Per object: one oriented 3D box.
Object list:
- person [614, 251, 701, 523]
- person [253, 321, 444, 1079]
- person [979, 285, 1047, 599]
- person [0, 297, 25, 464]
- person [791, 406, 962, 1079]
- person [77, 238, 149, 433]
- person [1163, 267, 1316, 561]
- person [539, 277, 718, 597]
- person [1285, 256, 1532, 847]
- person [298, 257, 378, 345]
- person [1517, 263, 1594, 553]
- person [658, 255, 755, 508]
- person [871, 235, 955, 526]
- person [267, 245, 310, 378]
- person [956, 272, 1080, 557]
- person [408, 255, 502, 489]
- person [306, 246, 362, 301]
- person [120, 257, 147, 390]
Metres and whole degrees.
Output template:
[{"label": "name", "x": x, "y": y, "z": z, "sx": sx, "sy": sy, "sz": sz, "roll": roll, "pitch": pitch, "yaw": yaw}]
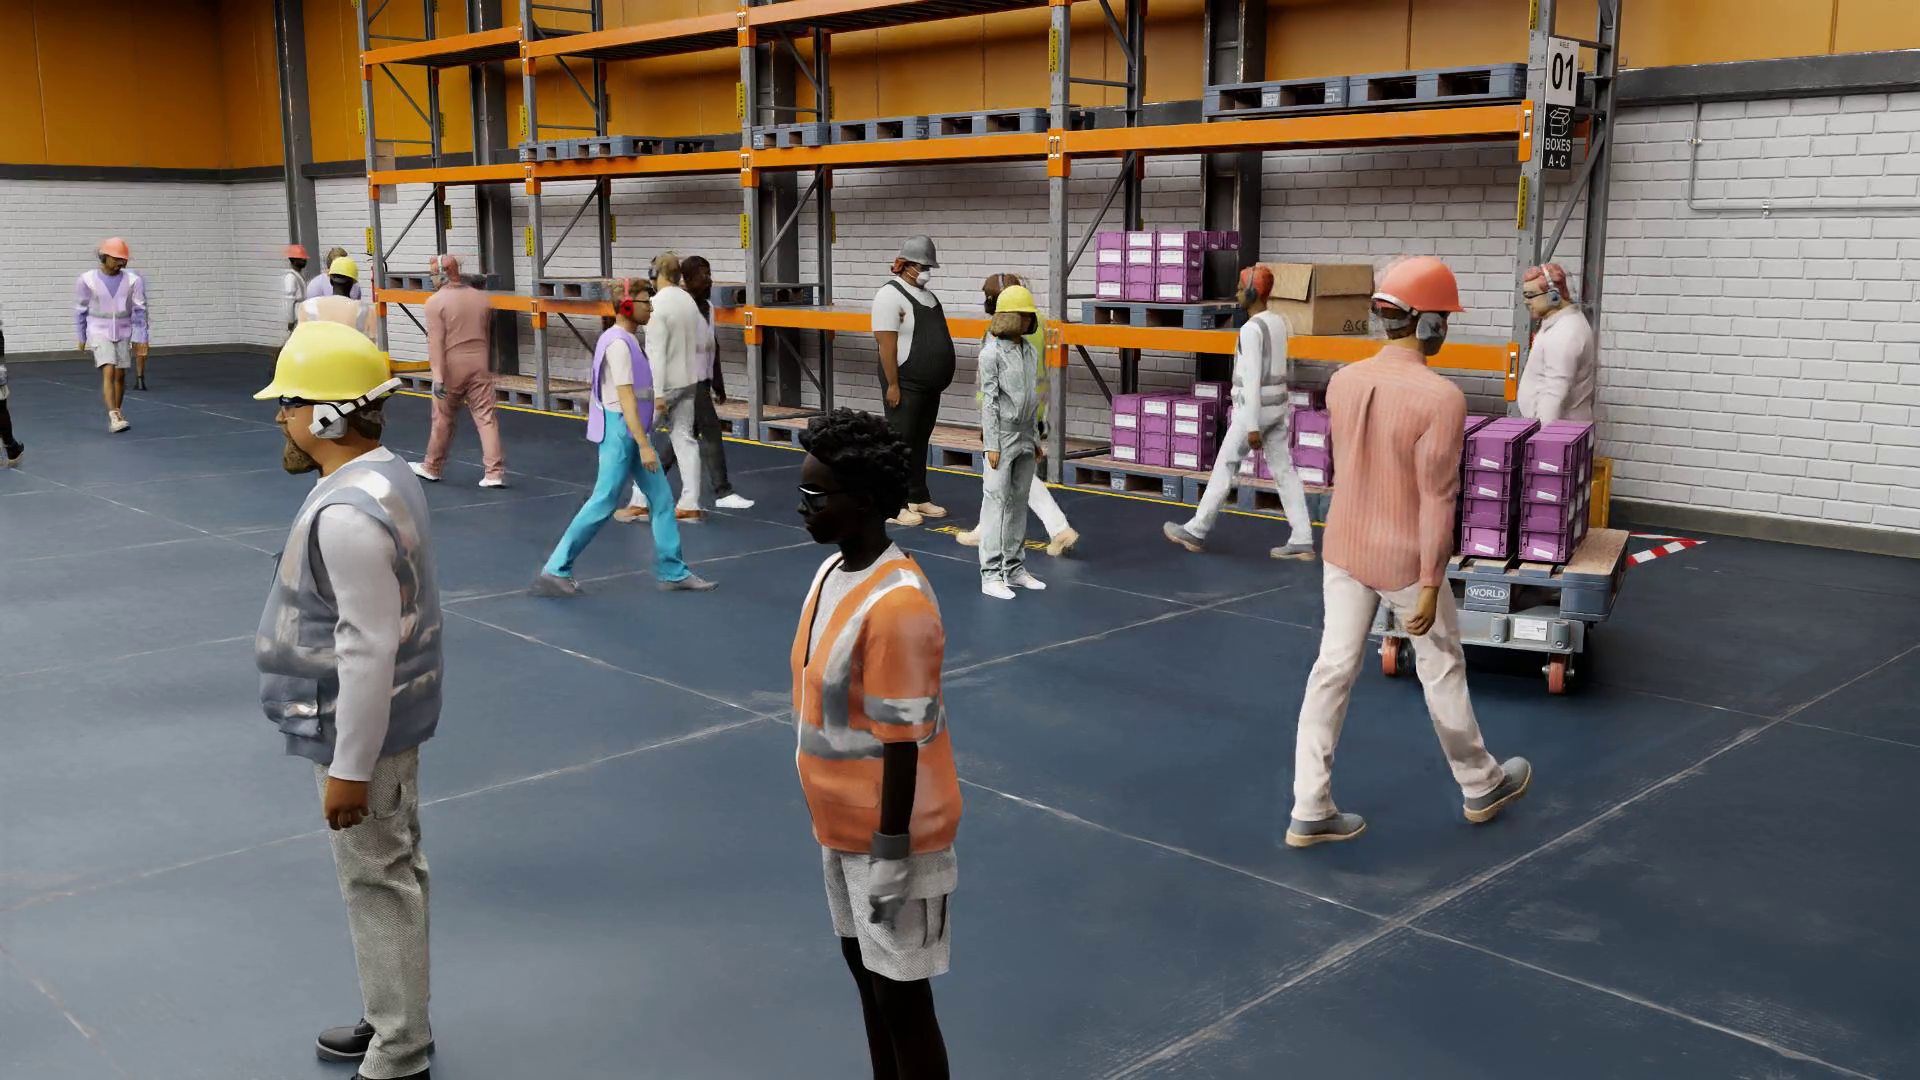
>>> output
[{"label": "person", "x": -2.122, "y": -1.070, "z": 11.751, "sx": 0.745, "sy": 1.899, "sz": 0.629, "roll": 4, "pitch": 11, "yaw": 23}, {"label": "person", "x": -1.395, "y": 0.417, "z": 3.840, "sx": 0.404, "sy": 1.832, "sz": 0.599, "roll": -3, "pitch": 11, "yaw": -14}, {"label": "person", "x": 0.301, "y": -0.553, "z": 9.367, "sx": 0.292, "sy": 1.745, "sz": 0.487, "roll": 8, "pitch": 13, "yaw": 36}, {"label": "person", "x": -8.476, "y": -1.542, "z": 14.307, "sx": 0.626, "sy": 1.902, "sz": 1.032, "roll": -2, "pitch": 11, "yaw": -8}, {"label": "person", "x": -0.178, "y": 0.572, "z": 3.387, "sx": 0.322, "sy": 1.689, "sz": 0.531, "roll": -4, "pitch": 11, "yaw": -21}, {"label": "person", "x": -8.698, "y": -2.095, "z": 17.094, "sx": 0.633, "sy": 1.982, "sz": 0.983, "roll": -8, "pitch": 13, "yaw": -39}, {"label": "person", "x": 1.814, "y": -0.791, "z": 10.447, "sx": 1.017, "sy": 1.825, "sz": 0.581, "roll": 7, "pitch": 13, "yaw": 35}, {"label": "person", "x": -1.910, "y": -0.565, "z": 9.293, "sx": 0.955, "sy": 1.804, "sz": 0.574, "roll": 0, "pitch": 10, "yaw": -1}, {"label": "person", "x": 1.515, "y": 0.042, "z": 5.571, "sx": 0.995, "sy": 1.946, "sz": 0.615, "roll": -7, "pitch": 12, "yaw": -33}, {"label": "person", "x": -4.795, "y": -1.251, "z": 12.870, "sx": 0.598, "sy": 1.862, "sz": 1.029, "roll": -5, "pitch": 12, "yaw": -25}, {"label": "person", "x": 3.244, "y": -0.572, "z": 9.116, "sx": 0.505, "sy": 1.872, "sz": 0.726, "roll": 4, "pitch": 11, "yaw": 19}, {"label": "person", "x": -2.020, "y": -1.182, "z": 12.435, "sx": 0.949, "sy": 1.884, "sz": 0.604, "roll": 3, "pitch": 11, "yaw": 14}, {"label": "person", "x": -0.292, "y": -1.137, "z": 11.746, "sx": 0.535, "sy": 2.000, "sz": 0.674, "roll": 5, "pitch": 12, "yaw": 27}, {"label": "person", "x": -9.156, "y": -3.122, "z": 22.972, "sx": 0.976, "sy": 1.899, "sz": 0.544, "roll": -2, "pitch": 11, "yaw": -13}, {"label": "person", "x": 0.376, "y": -0.787, "z": 10.528, "sx": 0.907, "sy": 1.804, "sz": 0.633, "roll": 6, "pitch": 12, "yaw": 28}, {"label": "person", "x": -4.078, "y": -1.348, "z": 13.382, "sx": 0.989, "sy": 1.854, "sz": 0.685, "roll": 8, "pitch": 13, "yaw": 37}, {"label": "person", "x": -6.270, "y": -1.973, "z": 16.652, "sx": 0.708, "sy": 1.918, "sz": 0.635, "roll": 7, "pitch": 12, "yaw": 33}, {"label": "person", "x": -11.000, "y": -2.927, "z": 21.905, "sx": 0.563, "sy": 1.889, "sz": 0.995, "roll": -8, "pitch": 13, "yaw": -39}]
